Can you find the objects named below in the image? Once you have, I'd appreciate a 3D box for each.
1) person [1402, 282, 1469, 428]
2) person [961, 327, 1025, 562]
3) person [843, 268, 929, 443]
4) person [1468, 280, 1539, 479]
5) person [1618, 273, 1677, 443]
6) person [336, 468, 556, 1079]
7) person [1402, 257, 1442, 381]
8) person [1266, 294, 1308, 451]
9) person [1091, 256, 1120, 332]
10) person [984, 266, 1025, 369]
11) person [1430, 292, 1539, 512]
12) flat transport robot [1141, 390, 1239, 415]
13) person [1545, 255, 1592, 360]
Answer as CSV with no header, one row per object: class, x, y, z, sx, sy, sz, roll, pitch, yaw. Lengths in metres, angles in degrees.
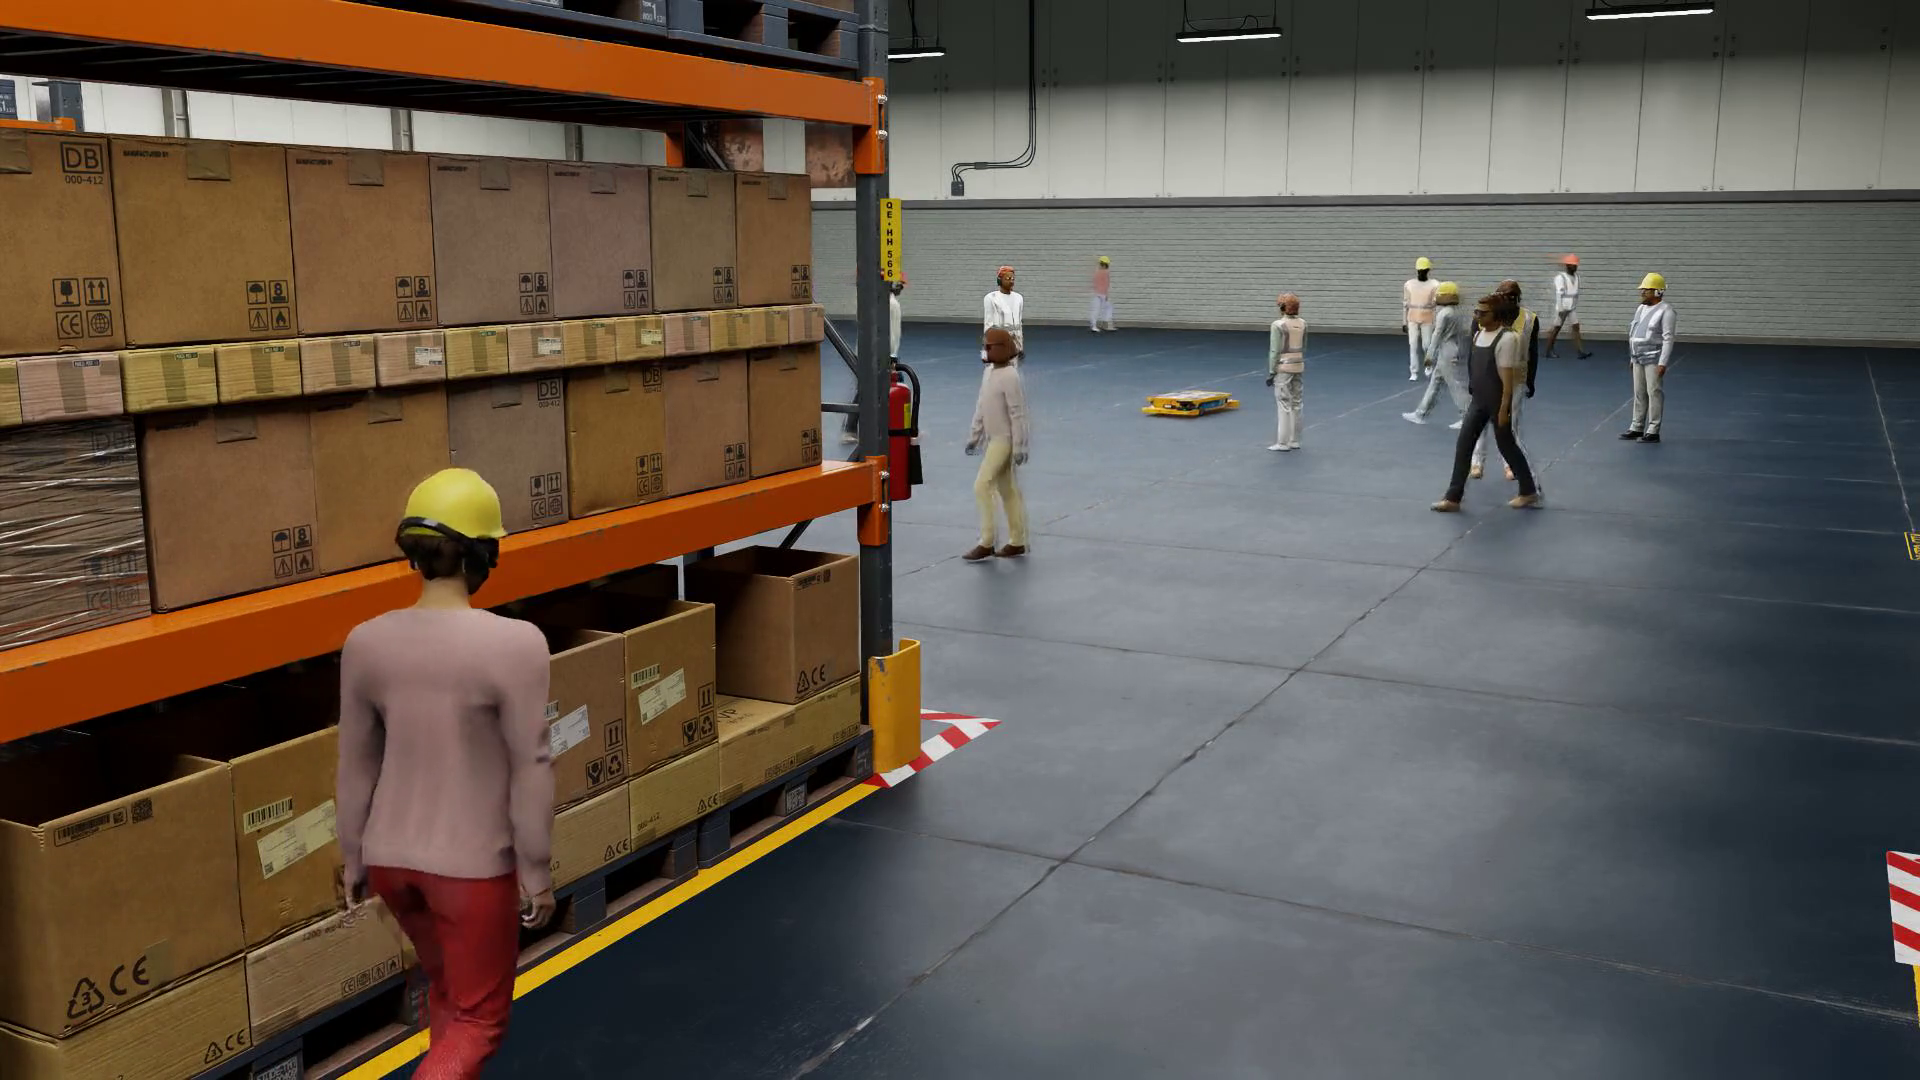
person,5.644,-2.161,19.461,0.892,1.693,0.501,7,13,34
person,0.192,-0.655,11.492,0.638,1.613,0.507,-3,11,-13
person,-0.848,-1.994,17.976,1.030,1.931,0.634,-7,12,-32
person,4.998,-1.473,15.338,0.621,1.838,0.429,2,11,13
person,7.466,-1.970,18.048,0.404,1.835,0.586,-2,11,-13
person,-1.183,0.723,3.634,0.547,1.728,0.713,4,11,20
person,7.173,-3.430,25.813,0.592,1.909,0.658,5,12,28
person,3.407,-1.741,17.377,0.515,1.628,0.394,-8,13,-37
person,3.393,-5.712,38.687,0.798,1.732,0.543,-5,12,-25
person,0.526,-2.243,19.408,0.578,1.883,0.353,-9,14,-42
person,4.353,-1.117,13.534,0.969,1.798,0.518,-4,11,-21
flat transport robot,2.930,-1.744,21.084,0.652,0.197,1.431,7,13,34
person,11.034,-4.208,30.120,0.569,1.878,1.008,-4,11,-22
